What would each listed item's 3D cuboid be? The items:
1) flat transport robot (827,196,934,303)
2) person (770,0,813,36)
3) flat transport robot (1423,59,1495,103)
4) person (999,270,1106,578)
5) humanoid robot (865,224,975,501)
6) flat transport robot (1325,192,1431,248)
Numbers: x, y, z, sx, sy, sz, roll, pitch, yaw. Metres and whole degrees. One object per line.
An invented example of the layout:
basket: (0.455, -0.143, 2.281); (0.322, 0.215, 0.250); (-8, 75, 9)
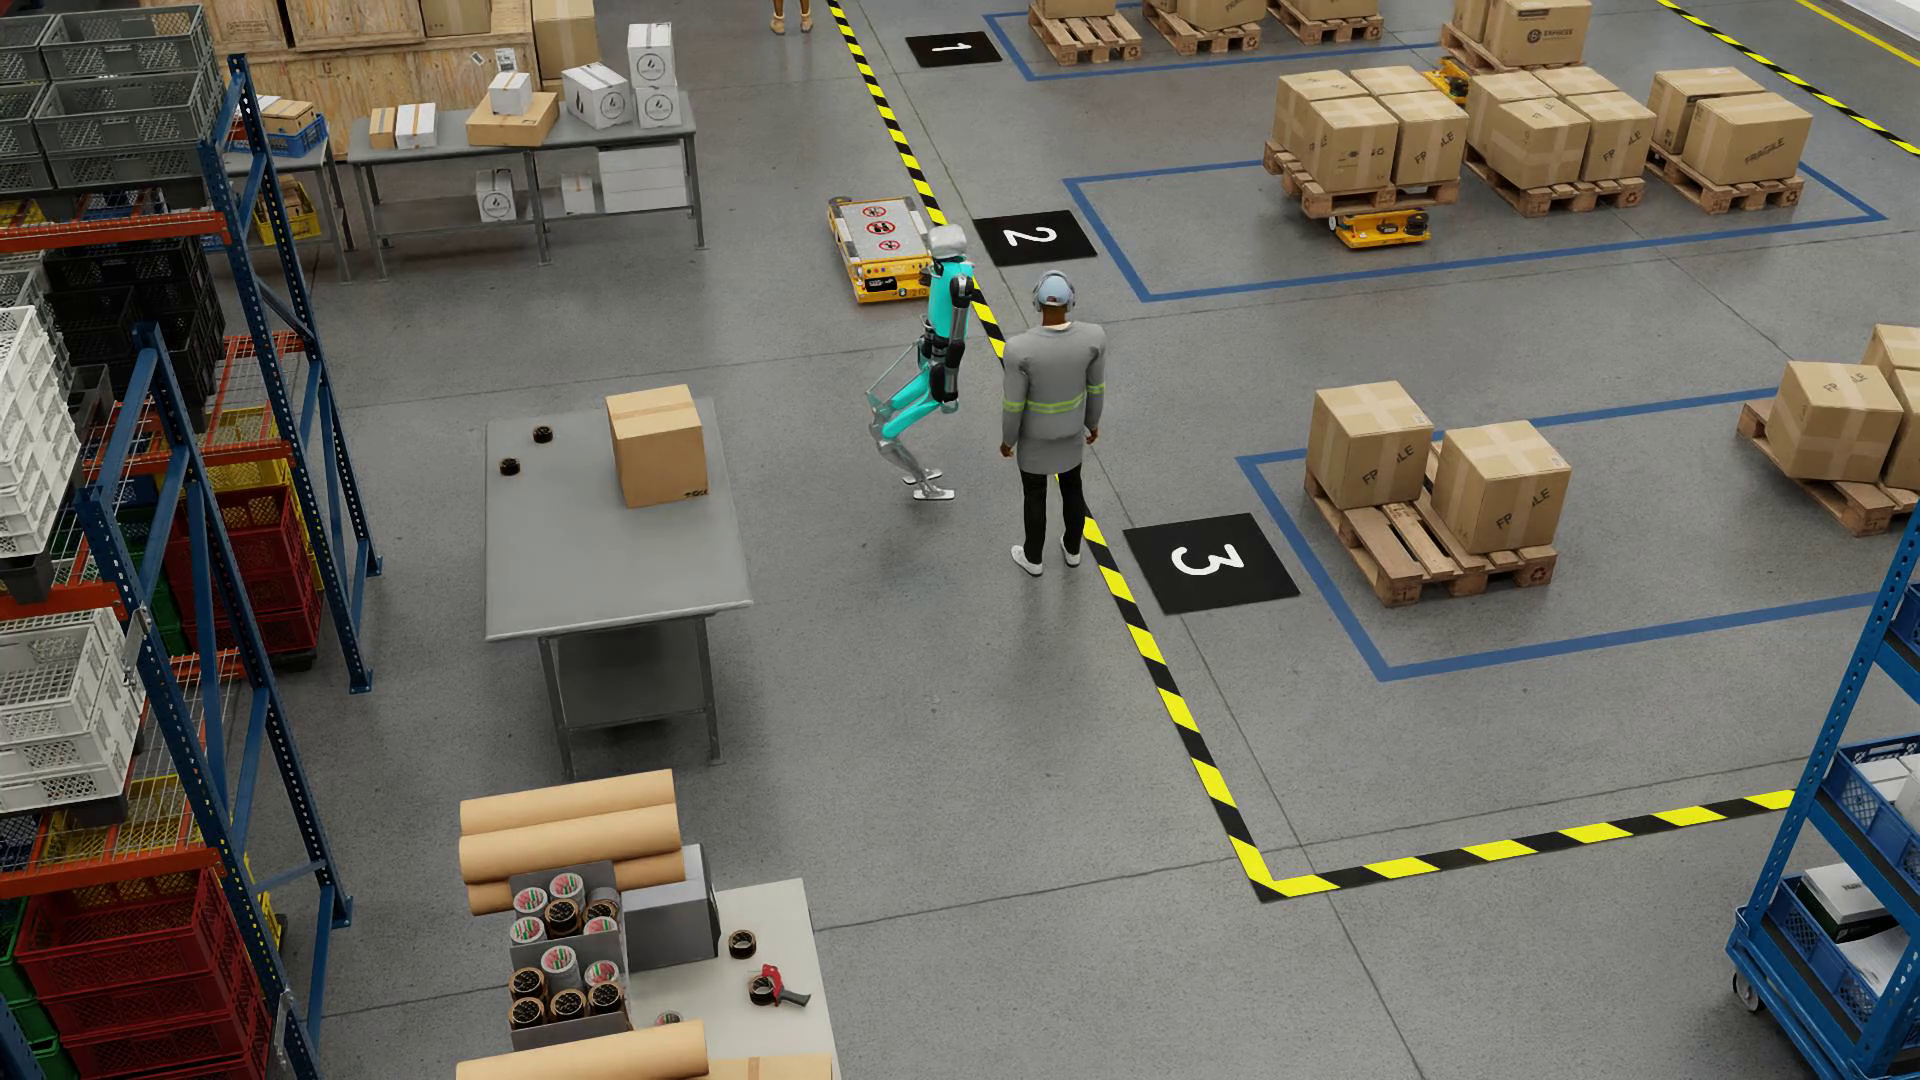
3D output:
flat transport robot: (-0.570, -2.220, 12.538); (0.659, 0.231, 1.431); (-8, 37, -10)
person: (-1.687, -5.902, 16.002); (0.613, 2.040, 0.373); (-8, 37, -11)
flat transport robot: (5.066, -4.275, 15.276); (1.431, 0.197, 0.652); (-8, 37, -10)
person: (0.487, -0.635, 9.080); (0.597, 1.850, 0.396); (-12, 38, -15)
humanoid robot: (-0.281, -0.980, 9.528); (0.735, 1.677, 0.533); (-8, 37, -11)
flat transport robot: (3.134, -2.740, 13.213); (0.652, 0.197, 1.431); (-8, 37, -10)
